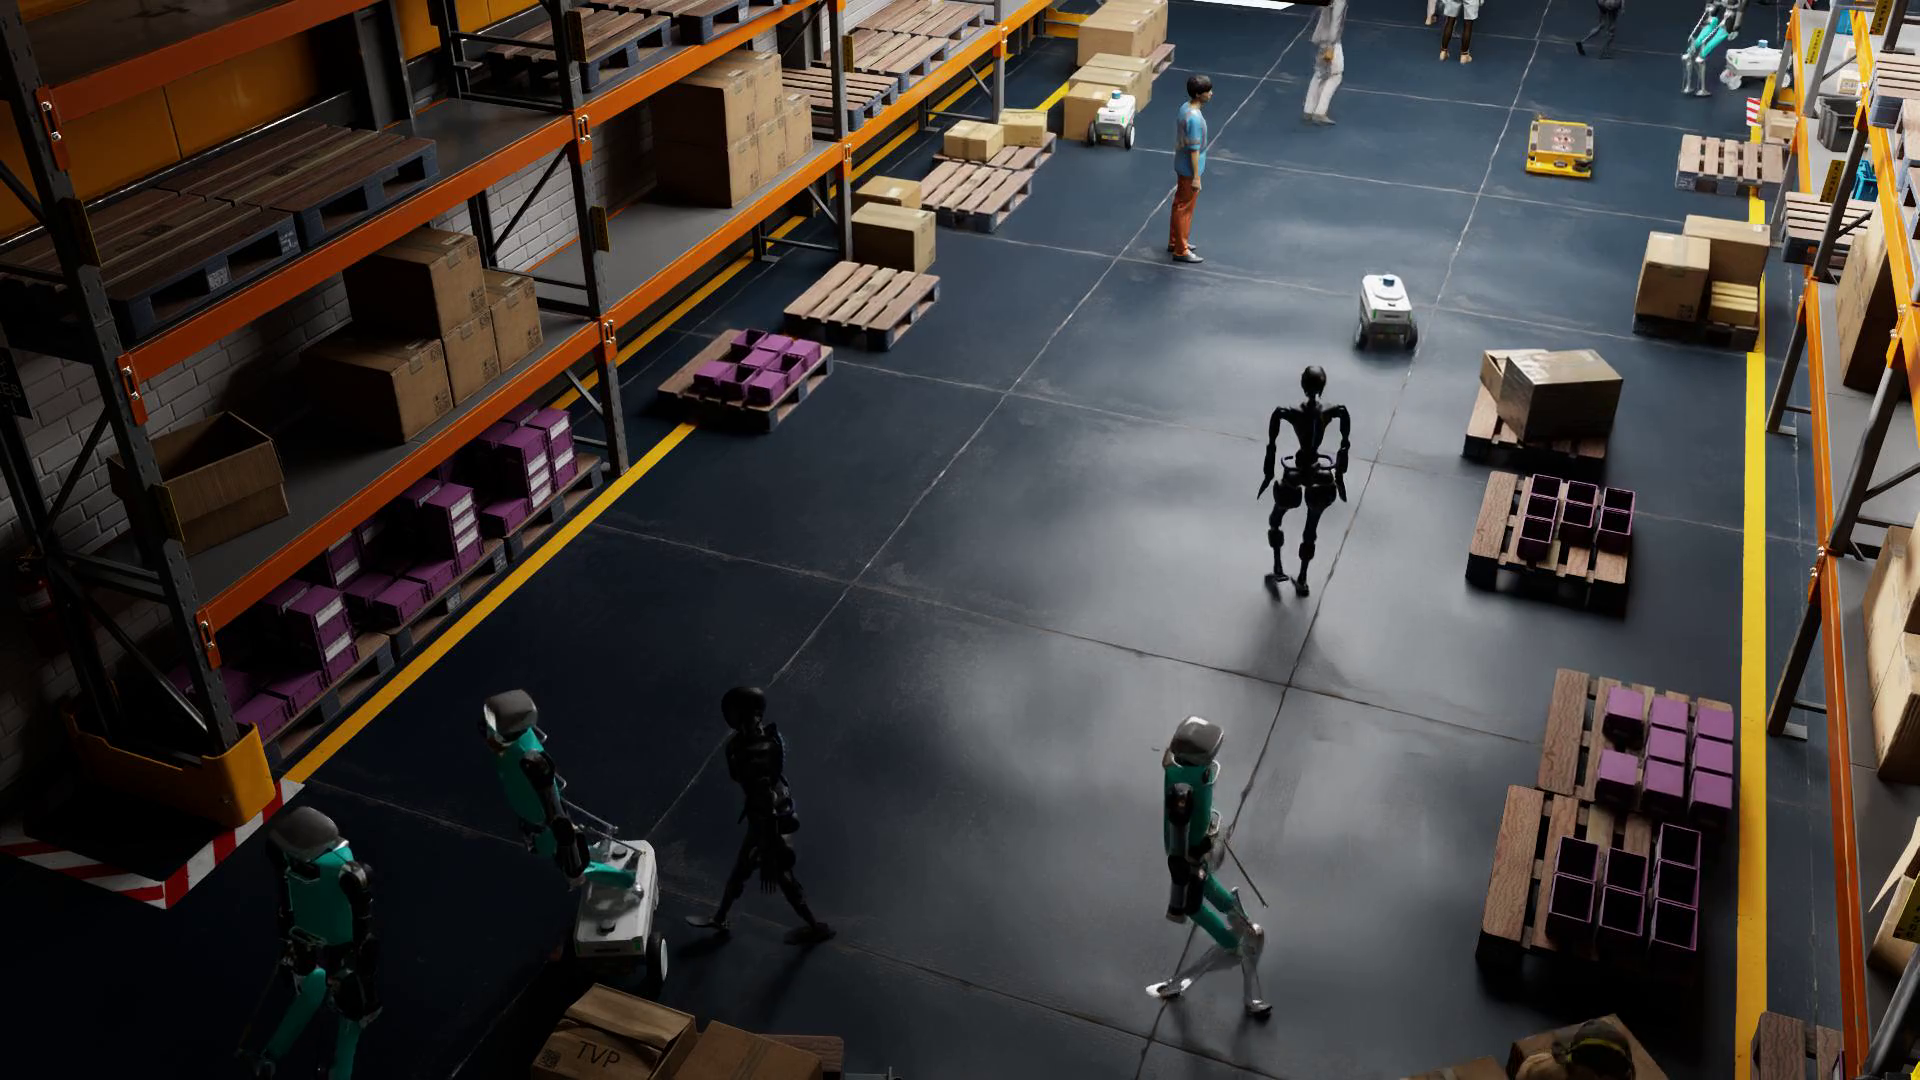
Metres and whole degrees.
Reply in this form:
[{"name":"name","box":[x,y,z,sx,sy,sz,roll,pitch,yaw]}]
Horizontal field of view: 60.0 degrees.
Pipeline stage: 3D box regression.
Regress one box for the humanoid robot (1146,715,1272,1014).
[{"name":"humanoid robot","box":[1.296,1.638,7.790,0.782,1.853,0.552,10,34,15]}]

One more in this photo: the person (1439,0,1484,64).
[{"name":"person","box":[6.346,-6.845,20.875,0.533,1.691,0.319,20,38,28]}]

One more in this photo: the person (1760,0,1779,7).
[{"name":"person","box":[11.147,-8.217,23.020,0.454,1.658,0.768,-25,40,-33]}]

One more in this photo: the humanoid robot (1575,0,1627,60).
[{"name":"humanoid robot","box":[8.186,-6.885,20.955,0.542,1.635,0.608,-8,34,-12]}]

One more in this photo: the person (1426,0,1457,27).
[{"name":"person","box":[6.547,-7.791,22.258,0.459,1.778,0.309,24,40,33]}]

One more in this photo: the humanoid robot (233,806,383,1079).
[{"name":"humanoid robot","box":[-2.812,2.028,7.118,0.538,1.799,0.807,16,36,23]}]

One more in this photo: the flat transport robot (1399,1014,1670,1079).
[{"name":"flat transport robot","box":[2.316,2.922,7.070,0.659,0.231,1.431,-10,34,-15]}]

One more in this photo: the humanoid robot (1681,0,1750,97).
[{"name":"humanoid robot","box":[8.880,-6.100,19.647,0.740,1.754,0.531,-17,36,-24]}]

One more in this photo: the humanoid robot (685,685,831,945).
[{"name":"humanoid robot","box":[-1.023,1.413,8.138,0.749,1.629,0.611,-9,34,-14]}]

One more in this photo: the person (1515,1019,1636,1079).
[{"name":"person","box":[2.330,2.417,6.425,0.588,1.845,0.832,12,35,18]}]

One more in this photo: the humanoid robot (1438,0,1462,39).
[{"name":"humanoid robot","box":[6.494,-7.418,21.772,0.815,1.819,0.530,-20,38,-28]}]

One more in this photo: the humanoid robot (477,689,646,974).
[{"name":"humanoid robot","box":[-1.857,1.382,8.044,0.691,1.732,0.544,-26,41,-35]}]

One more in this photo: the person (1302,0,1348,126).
[{"name":"person","box":[4.174,-5.666,18.887,0.483,1.871,0.564,-8,34,-12]}]

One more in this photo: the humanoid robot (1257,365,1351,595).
[{"name":"humanoid robot","box":[2.265,-0.404,10.918,0.587,1.643,0.335,-1,33,-1]}]

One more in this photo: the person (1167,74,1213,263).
[{"name":"person","box":[2.164,-3.488,15.610,0.303,1.764,0.507,-2,33,-3]}]

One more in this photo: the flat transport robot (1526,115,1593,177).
[{"name":"flat transport robot","box":[6.601,-4.329,18.292,0.659,0.231,1.431,10,34,15]}]

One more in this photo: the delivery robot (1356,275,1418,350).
[{"name":"delivery robot","box":[3.689,-1.986,14.416,0.499,0.610,0.788,2,33,3]}]

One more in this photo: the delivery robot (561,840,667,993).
[{"name":"delivery robot","box":[-1.732,1.906,8.397,0.499,0.614,0.791,-2,33,-3]}]

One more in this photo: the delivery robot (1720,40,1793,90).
[{"name":"delivery robot","box":[9.757,-5.779,20.290,0.797,0.614,0.499,1,33,1]}]

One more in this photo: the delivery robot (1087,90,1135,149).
[{"name":"delivery robot","box":[1.736,-4.732,18.648,0.499,0.592,0.774,8,34,12]}]
